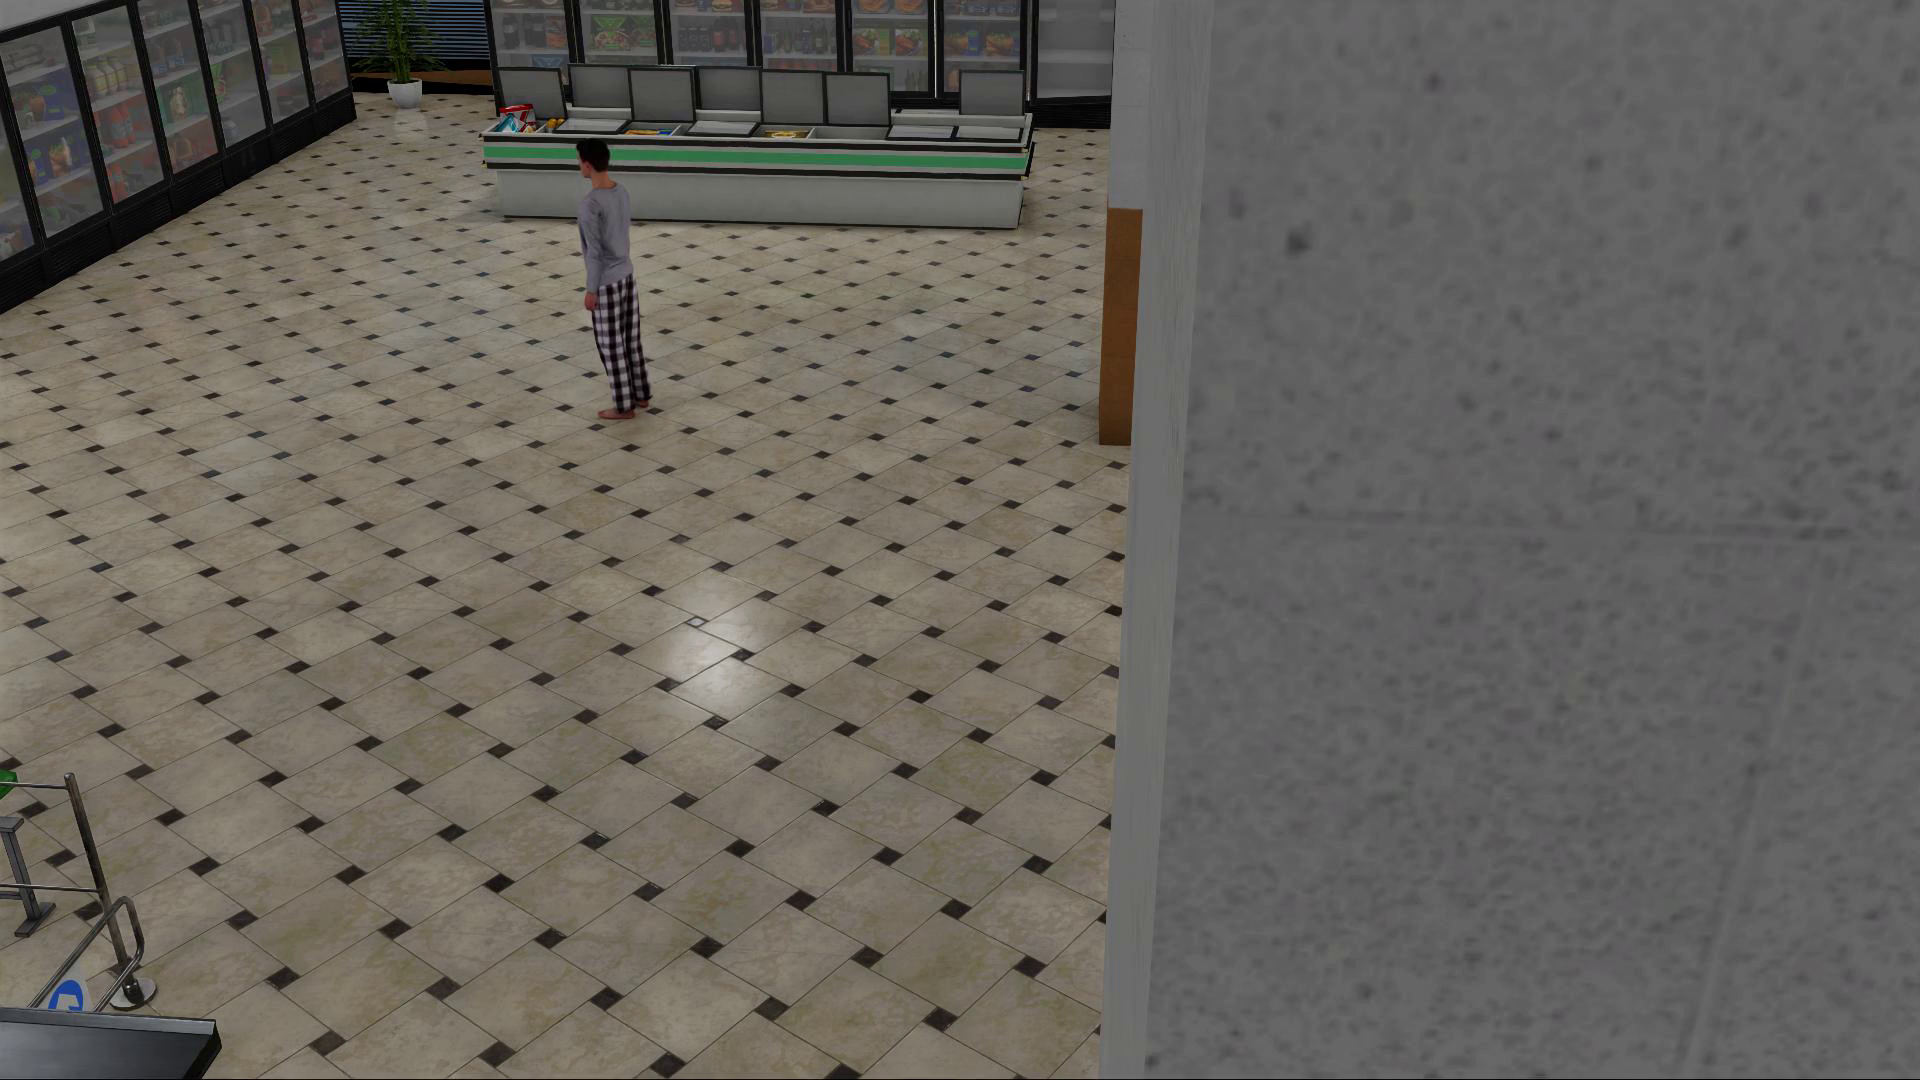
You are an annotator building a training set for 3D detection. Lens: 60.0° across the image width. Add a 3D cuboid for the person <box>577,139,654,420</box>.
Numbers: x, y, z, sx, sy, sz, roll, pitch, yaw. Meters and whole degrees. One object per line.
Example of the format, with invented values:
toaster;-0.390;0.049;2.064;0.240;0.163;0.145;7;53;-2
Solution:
person;-2.274;-1.695;10.861;0.637;1.847;0.687;10;28;18
